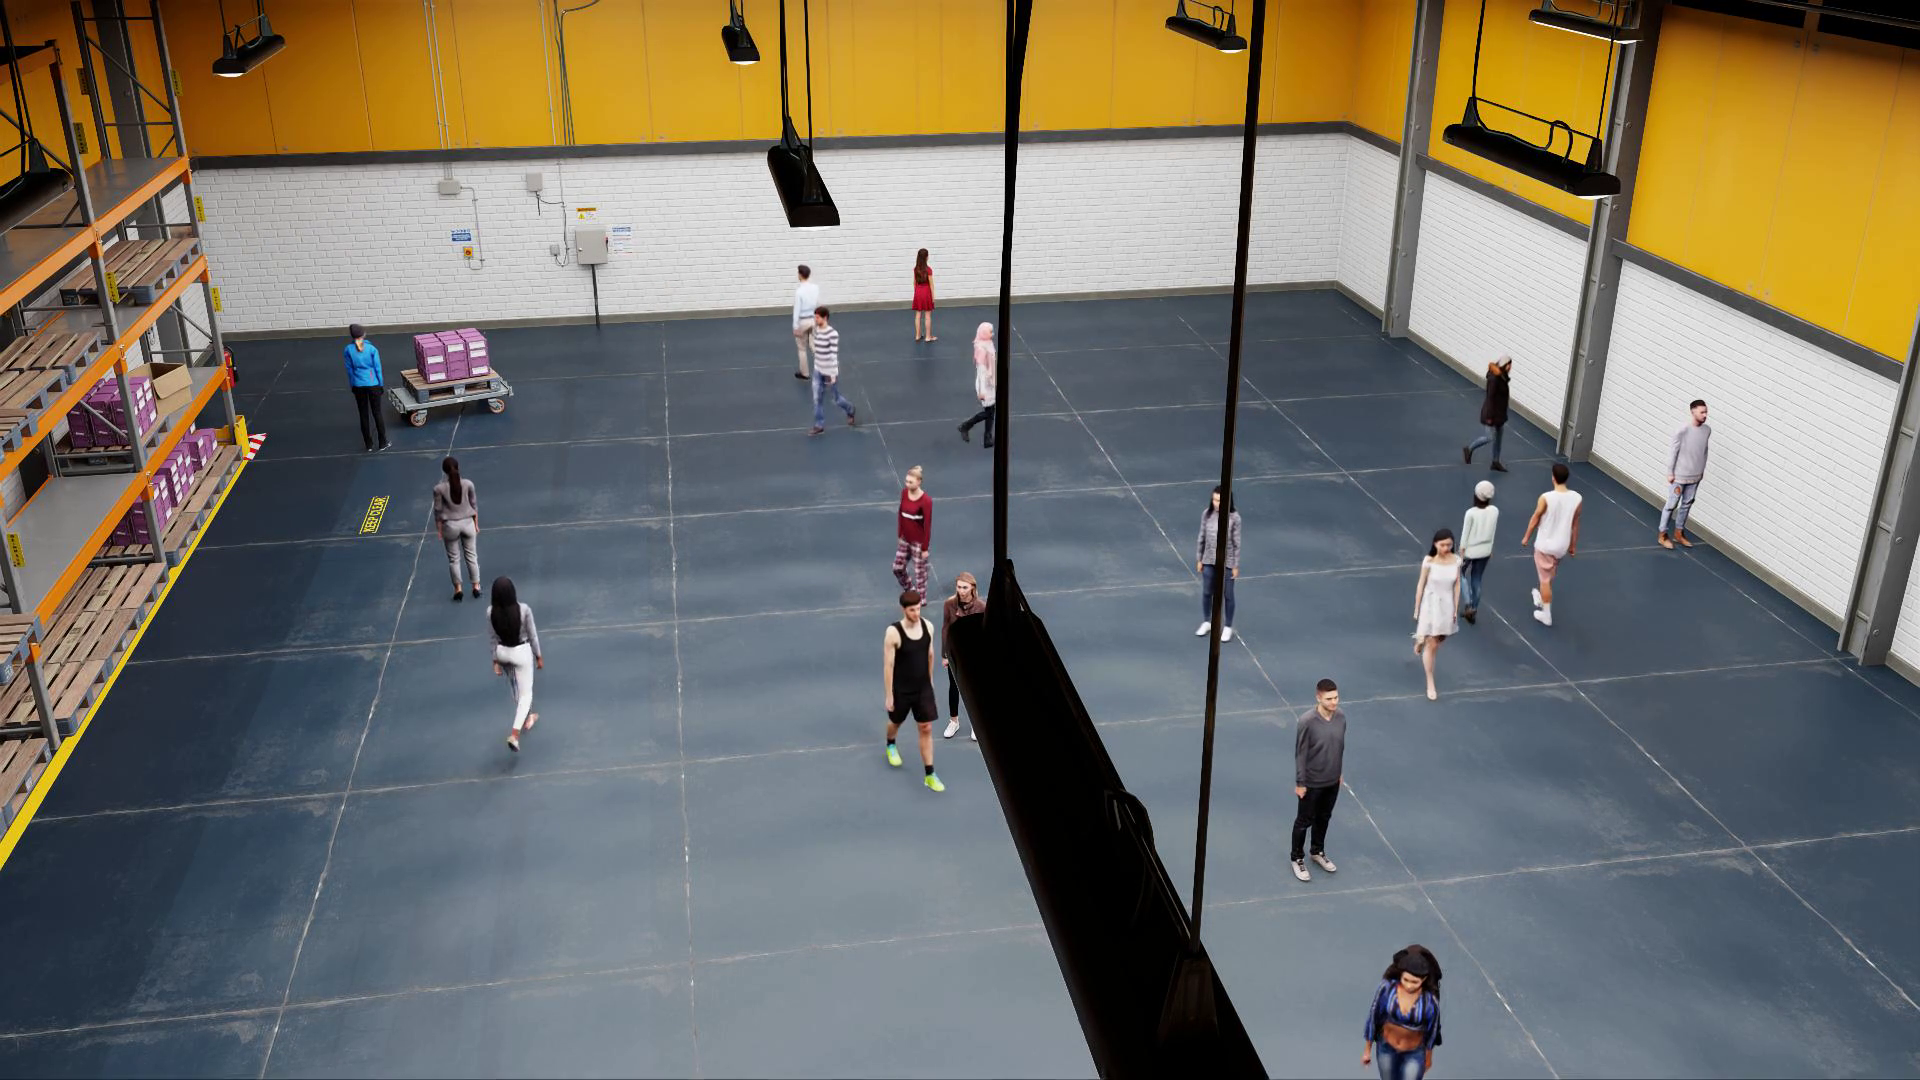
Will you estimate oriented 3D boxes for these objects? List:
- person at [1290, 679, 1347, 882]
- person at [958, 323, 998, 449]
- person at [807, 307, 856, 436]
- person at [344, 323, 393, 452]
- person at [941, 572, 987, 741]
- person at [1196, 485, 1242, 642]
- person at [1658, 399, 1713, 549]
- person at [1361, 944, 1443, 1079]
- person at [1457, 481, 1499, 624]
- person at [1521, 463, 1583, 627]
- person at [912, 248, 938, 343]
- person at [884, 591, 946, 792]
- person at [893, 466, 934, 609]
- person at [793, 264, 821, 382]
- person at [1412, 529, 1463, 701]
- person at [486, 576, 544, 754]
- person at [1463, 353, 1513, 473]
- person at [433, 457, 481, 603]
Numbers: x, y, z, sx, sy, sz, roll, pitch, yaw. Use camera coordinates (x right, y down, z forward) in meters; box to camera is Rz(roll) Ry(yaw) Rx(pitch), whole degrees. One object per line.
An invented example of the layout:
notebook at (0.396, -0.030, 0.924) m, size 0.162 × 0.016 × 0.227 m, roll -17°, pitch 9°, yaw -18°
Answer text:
person at (2.945, 1.938, 13.640) m, size 0.680 × 1.761 × 0.635 m, roll -11°, pitch 26°, yaw -24°
person at (0.272, -2.099, 22.839) m, size 0.900 × 1.789 × 0.909 m, roll 6°, pitch 24°, yaw 14°
person at (-1.813, -2.388, 23.450) m, size 1.084 × 1.829 × 1.091 m, roll 20°, pitch 31°, yaw 39°
person at (-8.149, -2.100, 22.829) m, size 0.636 × 1.800 × 0.549 m, roll -1°, pitch 24°, yaw -3°
person at (0.053, 1.073, 15.688) m, size 0.667 × 1.705 × 0.630 m, roll 5°, pitch 24°, yaw 10°
person at (2.753, 0.216, 17.617) m, size 0.701 × 1.731 × 0.724 m, roll 11°, pitch 26°, yaw 23°
person at (8.652, -0.812, 19.834) m, size 0.685 × 1.838 × 0.581 m, roll -6°, pitch 24°, yaw -13°
person at (2.875, 3.267, 10.785) m, size 0.752 × 1.612 × 0.803 m, roll 14°, pitch 27°, yaw 29°
person at (5.585, 0.158, 17.870) m, size 0.569 × 1.634 × 0.631 m, roll -4°, pitch 24°, yaw -10°
person at (6.398, 0.086, 17.885) m, size 0.685 × 1.754 × 0.943 m, roll -3°, pitch 24°, yaw -8°
person at (-0.610, -4.086, 27.681) m, size 0.679 × 1.553 × 0.739 m, roll 13°, pitch 27°, yaw 27°
person at (-0.499, 1.293, 15.010) m, size 0.988 × 1.845 × 1.281 m, roll -13°, pitch 27°, yaw -27°
person at (-0.446, -0.026, 18.216) m, size 0.755 × 1.693 × 0.824 m, roll 18°, pitch 29°, yaw 35°
person at (-2.306, -3.285, 25.507) m, size 0.922 × 1.826 × 1.035 m, roll -21°, pitch 31°, yaw -39°
person at (4.709, 0.683, 16.520) m, size 0.675 × 1.754 × 1.016 m, roll -1°, pitch 24°, yaw -3°
person at (-4.159, 1.161, 15.497) m, size 0.814 × 1.696 × 1.187 m, roll 2°, pitch 24°, yaw 5°
person at (7.065, -1.698, 22.125) m, size 0.996 × 1.626 × 0.912 m, roll 21°, pitch 31°, yaw 39°
person at (-5.555, -0.112, 18.441) m, size 0.671 × 1.672 × 0.647 m, roll -10°, pitch 26°, yaw -22°
